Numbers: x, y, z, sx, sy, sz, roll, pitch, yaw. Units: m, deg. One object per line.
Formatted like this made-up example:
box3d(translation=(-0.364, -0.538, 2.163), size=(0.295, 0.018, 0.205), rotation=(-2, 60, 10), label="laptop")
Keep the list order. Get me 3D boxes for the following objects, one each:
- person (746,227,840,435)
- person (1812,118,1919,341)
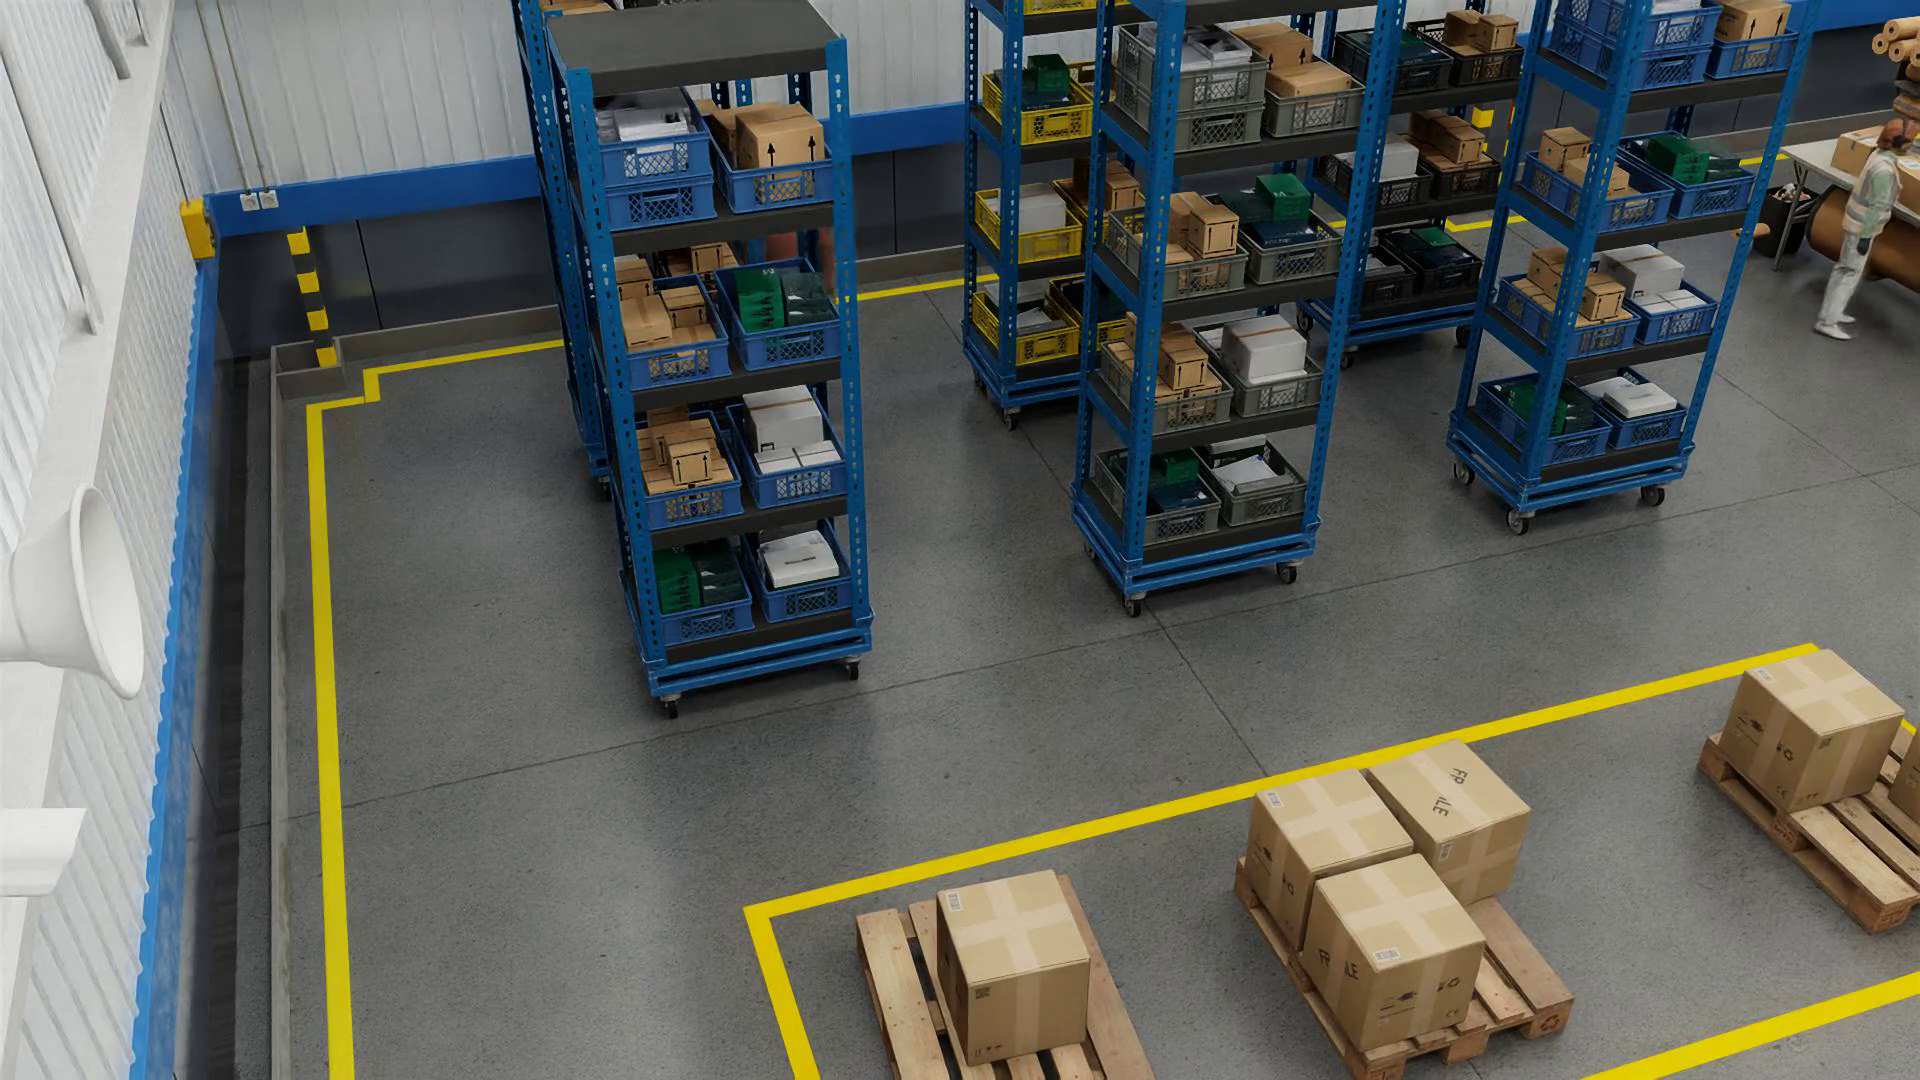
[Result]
box3d(translation=(-1.076, -1.617, 10.877), size=(0.943, 1.940, 0.624), rotation=(27, 44, 33), label="person")
box3d(translation=(6.557, -2.265, 12.071), size=(0.309, 1.634, 0.521), rotation=(15, 38, 21), label="person")
